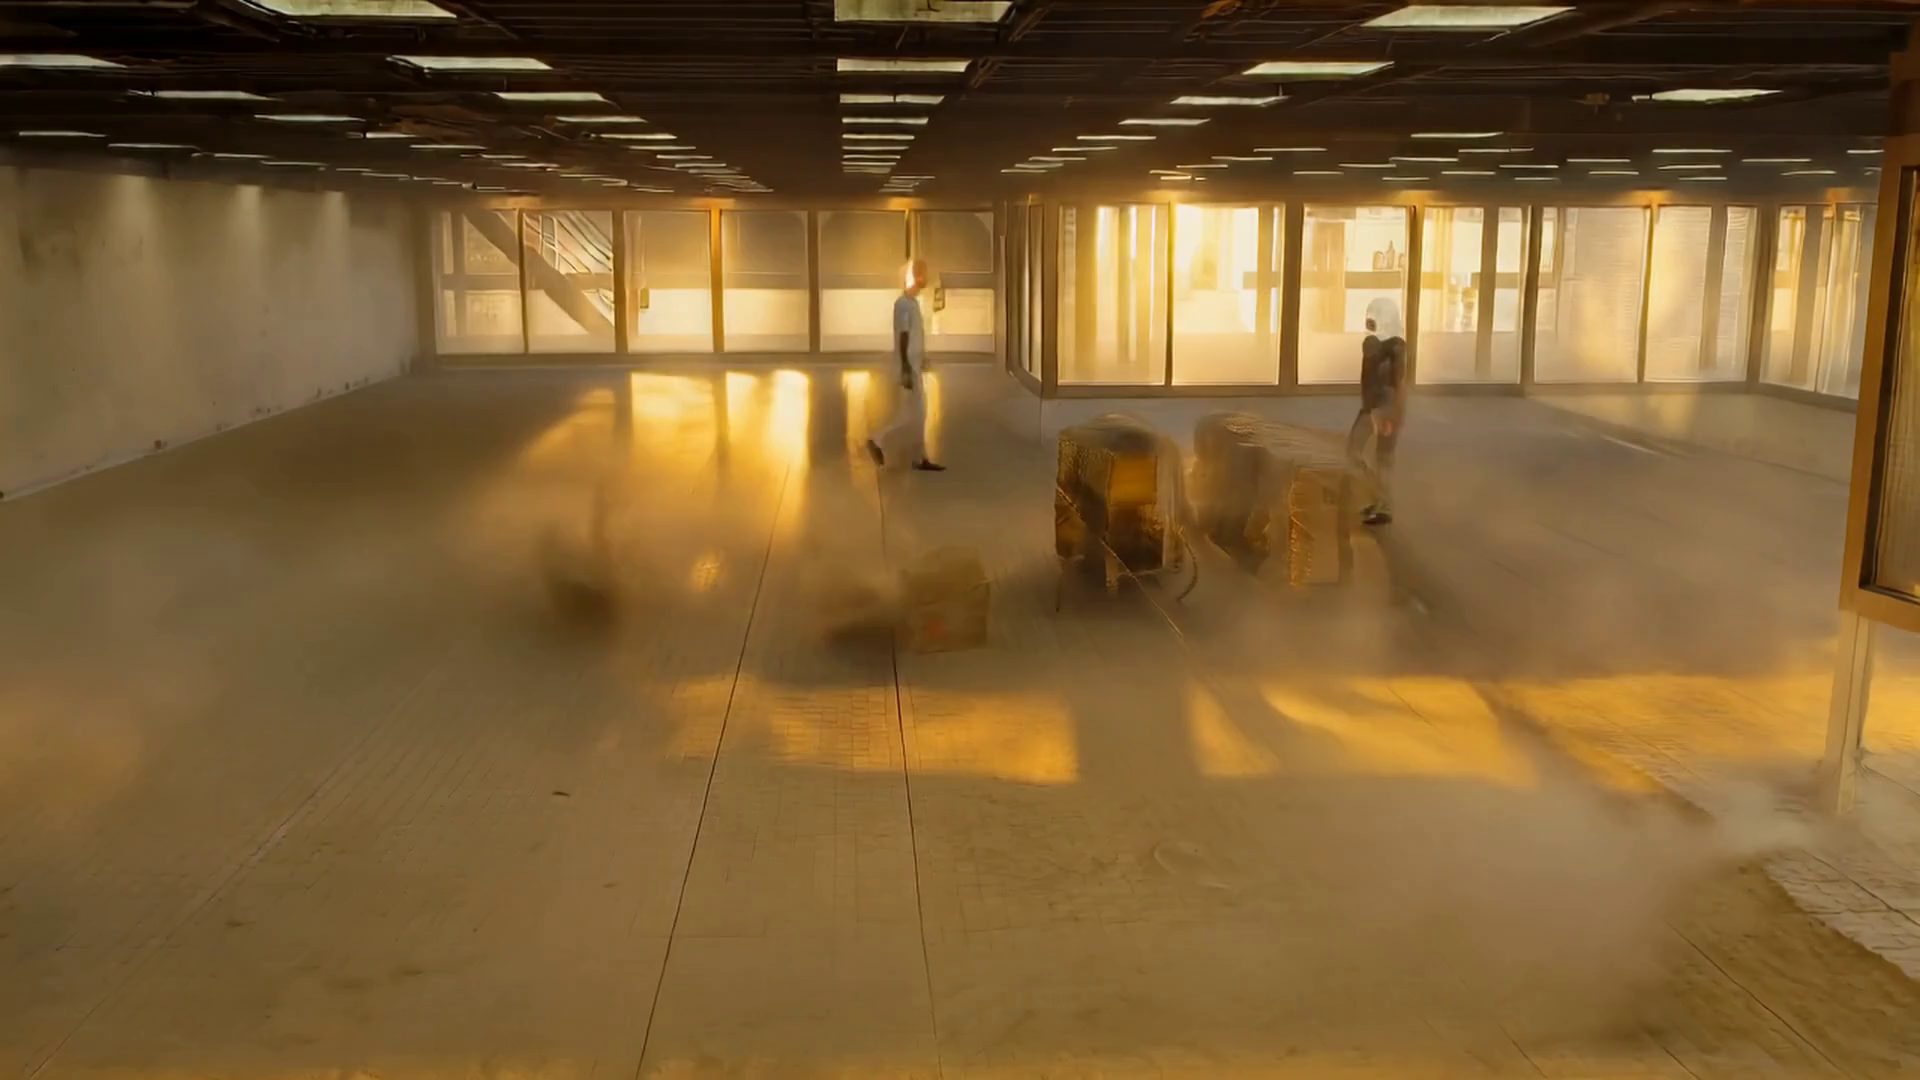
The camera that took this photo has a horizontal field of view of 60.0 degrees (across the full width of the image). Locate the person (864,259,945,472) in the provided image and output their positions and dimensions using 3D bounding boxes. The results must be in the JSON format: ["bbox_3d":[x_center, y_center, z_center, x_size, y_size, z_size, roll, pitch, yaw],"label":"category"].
[{"bbox_3d":[-0.469,-1.490,14.365,0.601,1.856,0.542,1,11,6],"label":"person"}]

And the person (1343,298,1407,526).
[{"bbox_3d":[2.952,-0.898,11.780,0.367,1.616,0.536,-4,11,-20],"label":"person"}]
